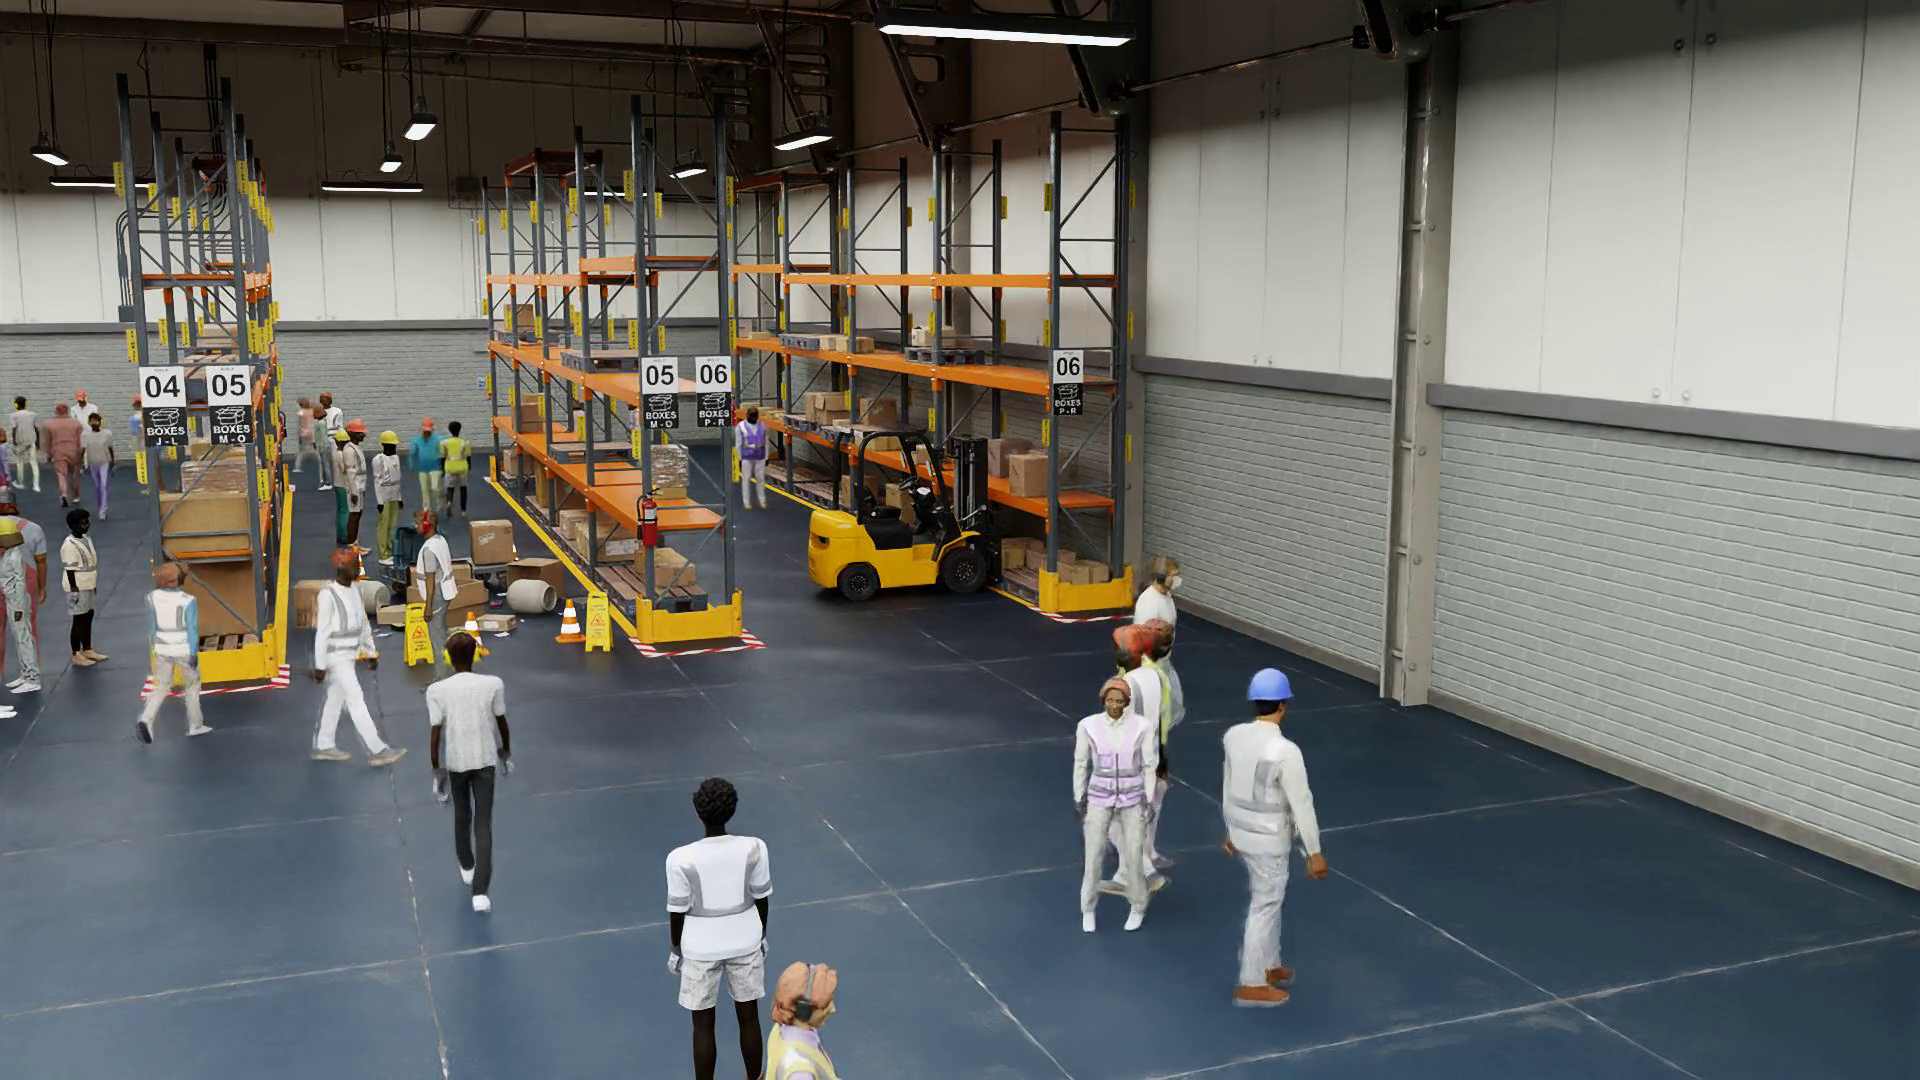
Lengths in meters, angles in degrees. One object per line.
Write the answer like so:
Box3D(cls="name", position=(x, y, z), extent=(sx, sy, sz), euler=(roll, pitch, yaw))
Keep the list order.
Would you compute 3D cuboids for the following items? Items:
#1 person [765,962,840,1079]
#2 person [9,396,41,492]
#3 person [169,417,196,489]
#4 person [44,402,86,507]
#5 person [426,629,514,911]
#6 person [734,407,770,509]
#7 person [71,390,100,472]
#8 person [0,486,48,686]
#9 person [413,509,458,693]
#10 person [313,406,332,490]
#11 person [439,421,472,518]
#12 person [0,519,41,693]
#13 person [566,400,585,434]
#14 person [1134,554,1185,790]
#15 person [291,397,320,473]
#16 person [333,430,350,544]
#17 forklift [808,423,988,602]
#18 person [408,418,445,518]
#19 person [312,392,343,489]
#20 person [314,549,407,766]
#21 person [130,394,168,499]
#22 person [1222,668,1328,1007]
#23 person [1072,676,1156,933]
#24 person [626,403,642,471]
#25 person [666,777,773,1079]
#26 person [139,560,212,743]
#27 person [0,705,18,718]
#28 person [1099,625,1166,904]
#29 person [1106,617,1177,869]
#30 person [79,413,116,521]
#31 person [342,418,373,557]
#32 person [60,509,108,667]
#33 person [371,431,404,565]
Box3D(cls="person", position=(-0.582, 2.346, 6.140), extent=(0.309, 1.640, 0.514), euler=(-2, 9, -14))
Box3D(cls="person", position=(-18.007, -1.852, 32.002), extent=(0.964, 1.811, 0.571), euler=(8, 12, 39))
Box3D(cls="person", position=(-14.842, -1.790, 31.943), extent=(0.840, 1.698, 0.594), euler=(-4, 10, -24))
Box3D(cls="person", position=(-16.095, -1.543, 29.924), extent=(0.658, 1.875, 0.914), euler=(-5, 10, -27))
Box3D(cls="person", position=(-3.230, 1.489, 10.995), extent=(0.519, 1.824, 0.992), euler=(-2, 9, -11))
Box3D(cls="person", position=(-3.668, -1.444, 29.445), extent=(0.628, 1.827, 0.435), euler=(-5, 10, -27))
Box3D(cls="person", position=(-18.396, -2.286, 34.978), extent=(0.577, 1.737, 0.354), euler=(-1, 9, -8))
Box3D(cls="person", position=(-9.622, 0.447, 16.833), extent=(0.688, 2.000, 0.535), euler=(-7, 11, -36))
Box3D(cls="person", position=(-5.199, 0.600, 16.532), extent=(0.389, 1.837, 0.560), euler=(-2, 9, -10))
Box3D(cls="person", position=(-12.322, -1.781, 32.134), extent=(0.278, 1.631, 0.505), euler=(-3, 9, -16))
Box3D(cls="person", position=(-8.562, -1.180, 28.230), extent=(0.538, 1.684, 0.540), euler=(-1, 9, -7))
Box3D(cls="person", position=(-9.389, 0.647, 16.515), extent=(0.321, 1.740, 0.491), euler=(-6, 11, -35))
Box3D(cls="person", position=(-7.875, -2.098, 34.134), extent=(0.280, 1.633, 0.502), euler=(6, 11, 35))
Box3D(cls="person", position=(1.584, 1.062, 13.342), extent=(0.428, 1.925, 0.631), euler=(4, 10, 23))
Box3D(cls="person", position=(-13.644, -2.188, 34.816), extent=(0.845, 1.602, 0.533), euler=(5, 10, 26))
Box3D(cls="person", position=(-9.489, -0.817, 25.652), extent=(0.312, 1.767, 0.533), euler=(-6, 11, -34))
Box3D(cls="forklift", position=(-0.830, -0.399, 21.676), extent=(2.313, 2.155, 1.214), euler=(-4, 10, -21))
Box3D(cls="person", position=(-9.048, -1.208, 28.220), extent=(0.594, 1.728, 0.436), euler=(0, 9, -1))
Box3D(cls="person", position=(-12.278, -1.934, 32.304), extent=(0.573, 1.887, 0.355), euler=(-2, 9, -11))
Box3D(cls="person", position=(-5.096, 0.992, 14.046), extent=(0.956, 1.835, 0.587), euler=(1, 9, 6))
Box3D(cls="person", position=(-14.904, -1.688, 30.500), extent=(0.985, 1.968, 0.680), euler=(4, 10, 25))
Box3D(cls="person", position=(1.790, 1.687, 9.395), extent=(0.546, 1.926, 0.678), euler=(-4, 10, -21))
Box3D(cls="person", position=(0.970, 1.657, 10.506), extent=(0.525, 1.630, 0.358), euler=(0, 9, 1))
Box3D(cls="person", position=(-6.413, -2.000, 32.937), extent=(0.404, 1.823, 0.591), euler=(-3, 9, -18))
Box3D(cls="person", position=(-1.179, 1.995, 8.164), extent=(0.532, 1.697, 0.320), euler=(-4, 10, -22))
Box3D(cls="person", position=(-6.978, 0.992, 14.702), extent=(0.516, 1.622, 0.658), euler=(2, 9, 13))
Box3D(cls="person", position=(-9.088, 0.747, 15.533), extent=(0.358, 1.858, 0.515), euler=(-5, 10, -29))
Box3D(cls="person", position=(1.126, 1.474, 10.900), extent=(0.462, 1.870, 0.588), euler=(6, 11, 33))
Box3D(cls="person", position=(1.249, 1.413, 11.446), extent=(0.476, 1.815, 0.571), euler=(0, 9, -3))
Box3D(cls="person", position=(-14.699, -1.268, 28.344), extent=(0.535, 1.822, 1.007), euler=(-3, 10, -20))
Box3D(cls="person", position=(-8.870, -0.772, 24.504), extent=(0.395, 2.039, 0.614), euler=(-2, 9, -10))
Box3D(cls="person", position=(-9.304, 0.502, 17.603), extent=(0.319, 1.687, 0.538), euler=(-1, 9, -7))
Box3D(cls="person", position=(-8.170, -0.609, 23.837), extent=(0.387, 1.927, 0.589), euler=(2, 9, 12))
